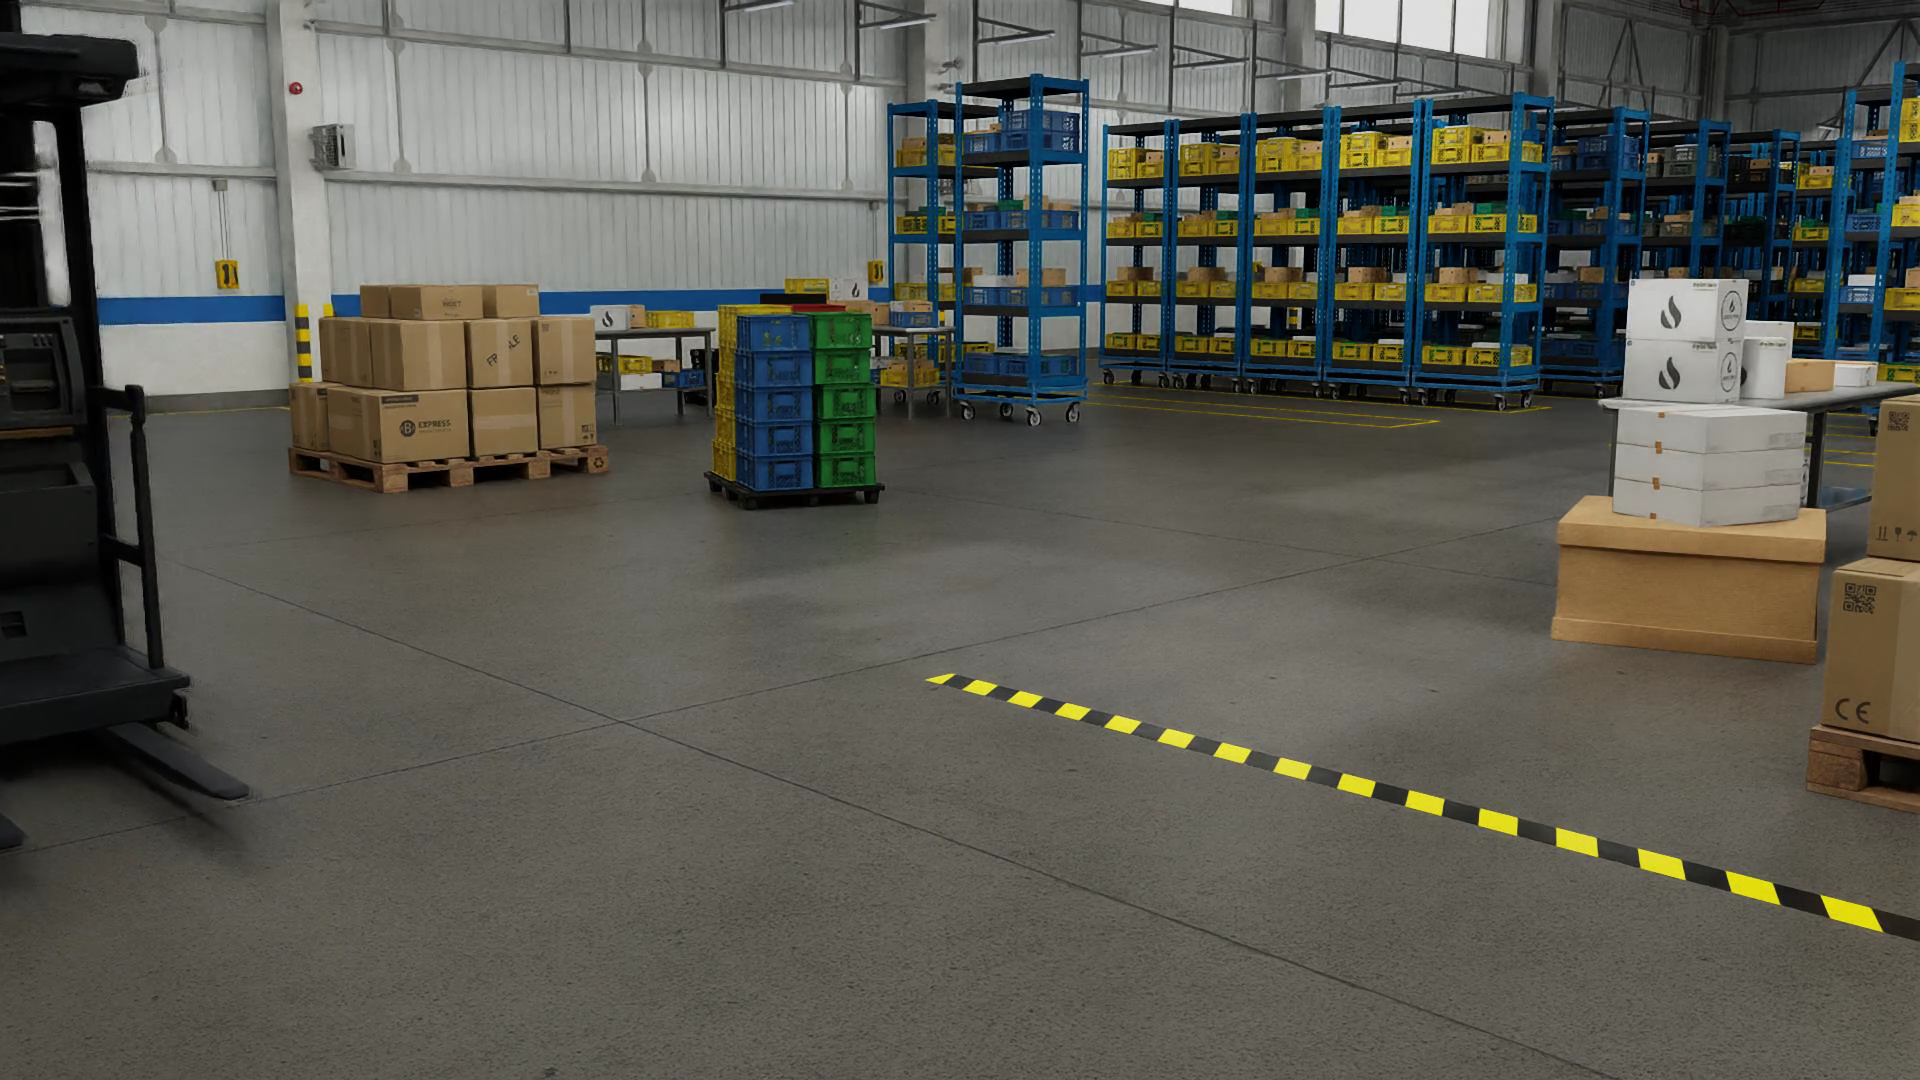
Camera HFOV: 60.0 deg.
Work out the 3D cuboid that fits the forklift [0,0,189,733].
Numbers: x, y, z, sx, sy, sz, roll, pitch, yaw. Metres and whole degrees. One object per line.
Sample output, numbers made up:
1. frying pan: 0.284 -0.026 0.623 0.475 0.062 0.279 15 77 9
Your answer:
1. forklift: -3.800 -0.728 5.988 1.129 2.768 1.873 -9 13 -43
